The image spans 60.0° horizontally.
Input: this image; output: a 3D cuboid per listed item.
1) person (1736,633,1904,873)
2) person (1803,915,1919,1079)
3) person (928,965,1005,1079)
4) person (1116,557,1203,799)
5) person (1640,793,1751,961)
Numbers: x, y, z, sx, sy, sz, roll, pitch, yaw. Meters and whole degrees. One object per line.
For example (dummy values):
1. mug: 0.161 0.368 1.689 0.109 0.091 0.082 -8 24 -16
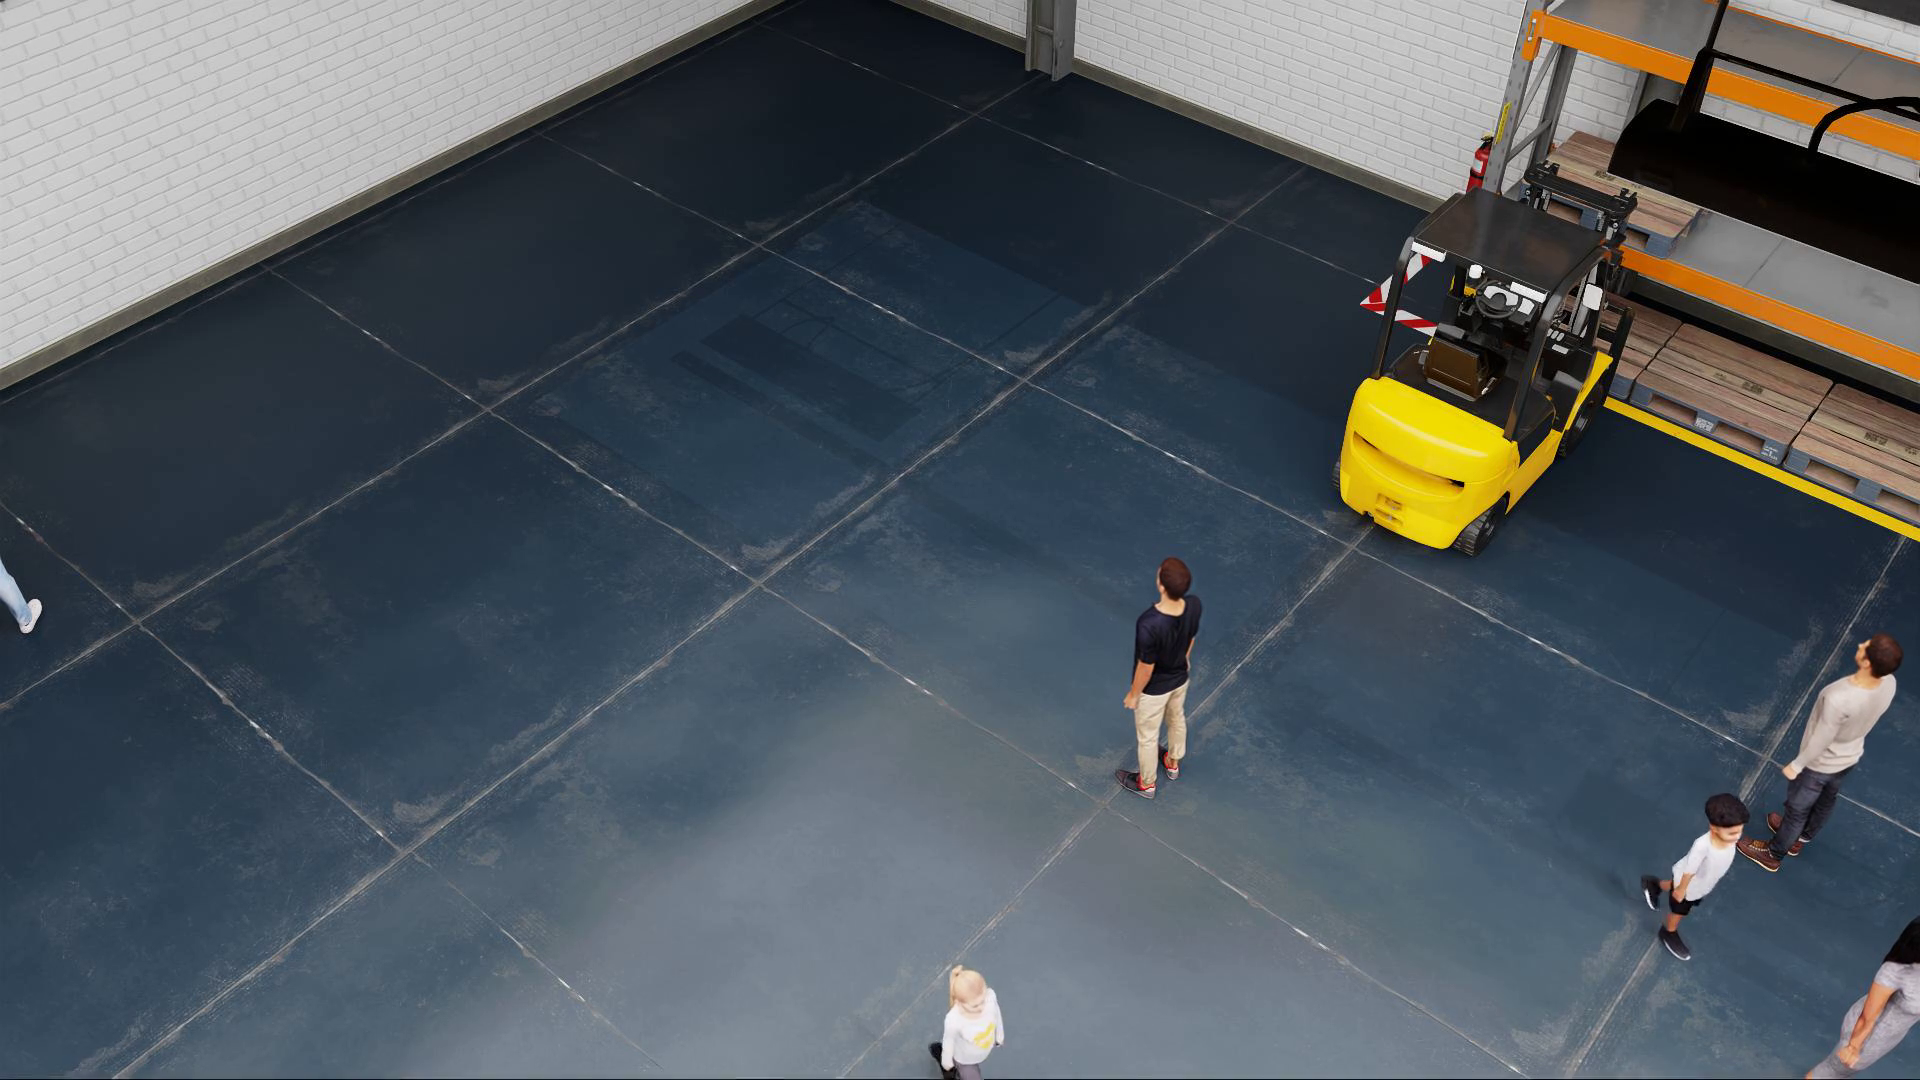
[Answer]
1. person: 4.882 1.212 9.352 0.728 1.868 0.708 -20 47 -20
2. person: 4.479 2.397 8.171 0.650 1.781 0.628 -21 48 -21
3. person: 0.018 2.515 8.420 0.565 1.266 0.912 -33 53 -30
4. person: 1.187 0.818 9.774 0.682 1.857 0.581 -30 51 -28
5. person: 4.031 1.794 9.189 0.633 1.250 0.773 -20 47 -20
